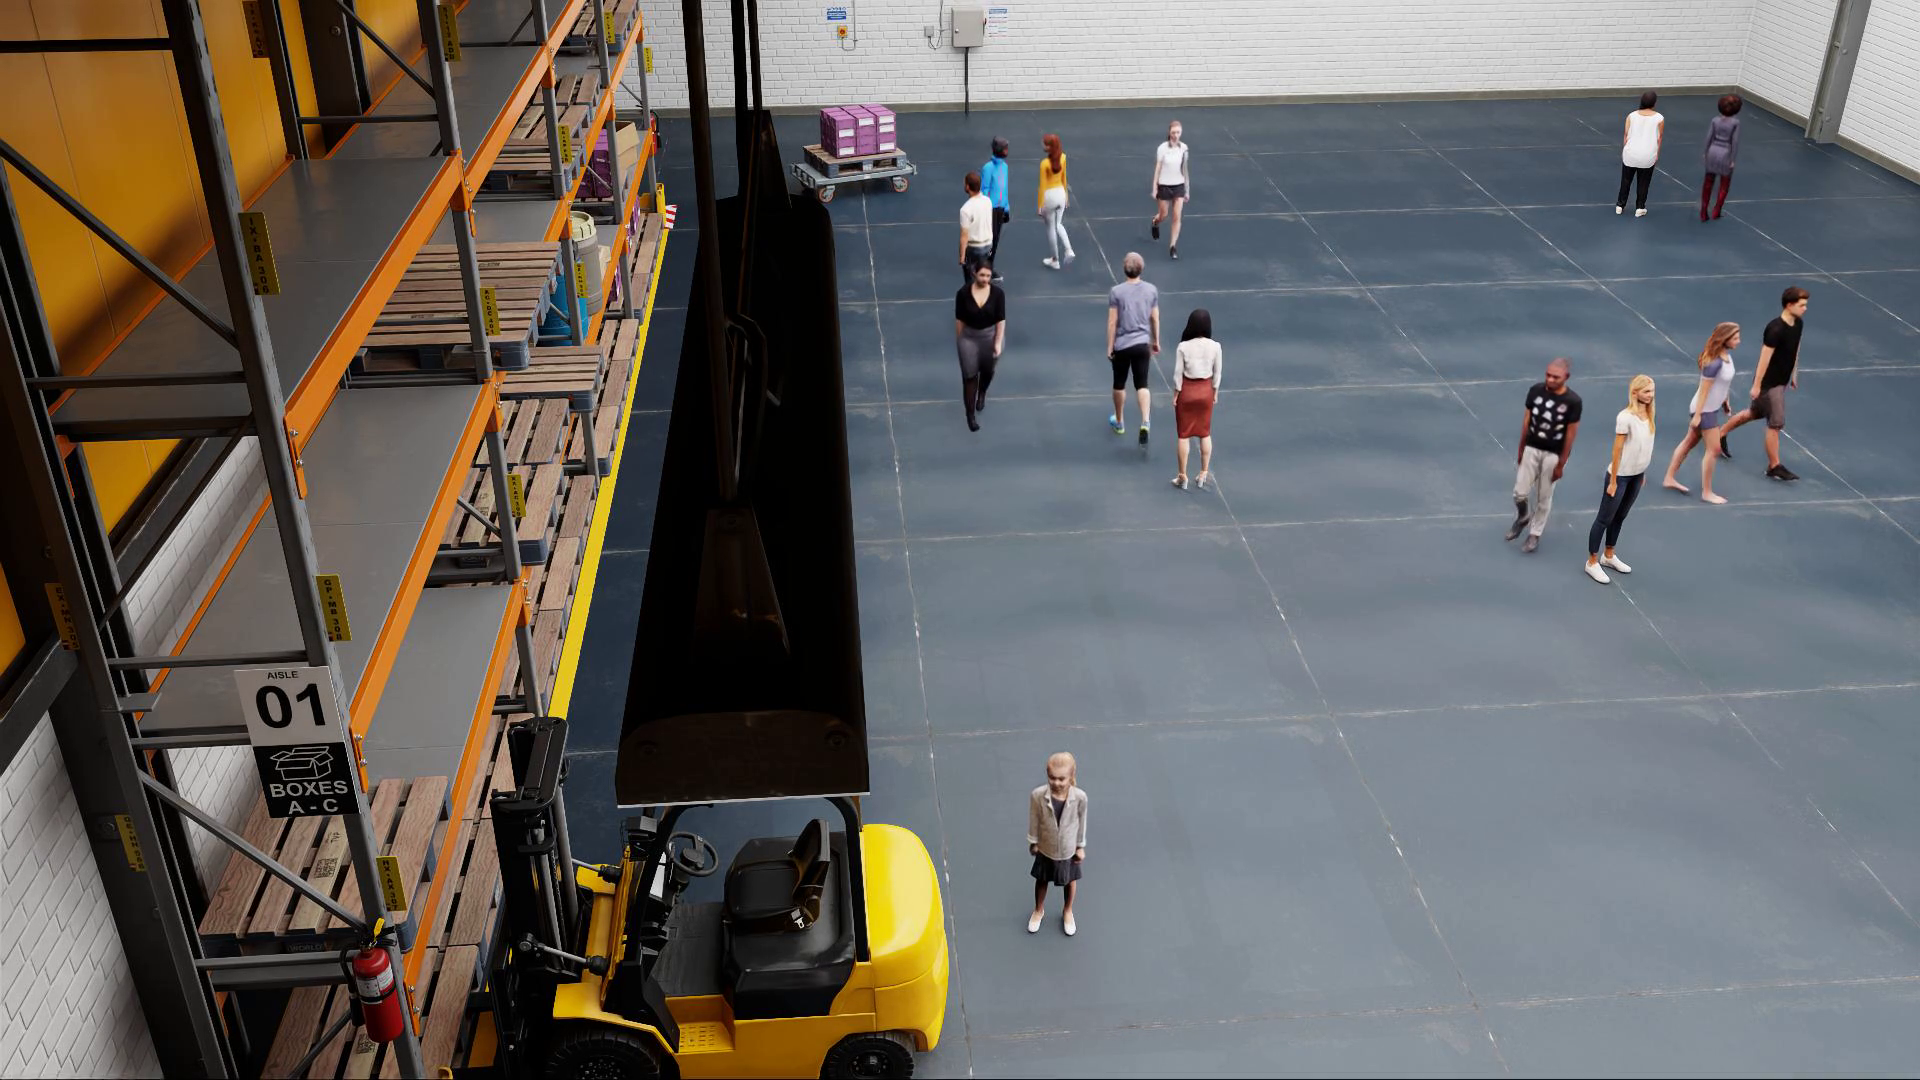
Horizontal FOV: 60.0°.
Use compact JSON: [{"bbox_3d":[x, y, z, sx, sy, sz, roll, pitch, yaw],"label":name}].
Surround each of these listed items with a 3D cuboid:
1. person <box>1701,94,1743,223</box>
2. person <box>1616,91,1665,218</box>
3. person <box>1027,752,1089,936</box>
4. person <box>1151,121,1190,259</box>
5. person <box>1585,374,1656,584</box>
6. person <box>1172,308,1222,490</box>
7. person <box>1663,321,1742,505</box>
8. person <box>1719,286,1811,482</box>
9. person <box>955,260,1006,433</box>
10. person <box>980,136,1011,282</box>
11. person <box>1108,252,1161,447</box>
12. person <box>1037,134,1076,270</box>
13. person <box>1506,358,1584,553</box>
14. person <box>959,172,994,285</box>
[{"bbox_3d":[10.179,-5.104,22.353,0.731,1.699,0.795,24,36,36],"label":"person"},{"bbox_3d":[9.284,-5.284,22.696,0.765,1.687,0.804,17,33,28],"label":"person"},{"bbox_3d":[0.594,1.831,10.084,0.550,1.275,0.567,3,29,6],"label":"person"},{"bbox_3d":[2.666,-4.496,21.205,0.634,1.732,0.878,-5,29,-10],"label":"person"},{"bbox_3d":[5.527,-0.533,13.860,0.663,1.809,0.665,-18,34,-30],"label":"person"},{"bbox_3d":[2.161,-1.294,15.316,0.597,1.750,0.513,-3,29,-6],"label":"person"},{"bbox_3d":[6.724,-1.204,15.197,0.942,1.707,0.901,17,33,29],"label":"person"},{"bbox_3d":[7.557,-1.525,15.647,1.139,1.838,1.291,-24,37,-36],"label":"person"},{"bbox_3d":[0.214,-1.984,16.637,0.669,1.696,1.116,0,29,0],"label":"person"},{"bbox_3d":[0.326,-4.053,20.345,0.883,1.779,0.822,23,36,36],"label":"person"},{"bbox_3d":[1.686,-1.818,16.168,0.673,1.854,1.041,-3,29,-5],"label":"person"},{"bbox_3d":[1.215,-4.153,20.580,0.842,1.728,0.932,-19,34,-31],"label":"person"},{"bbox_3d":[5.068,-0.756,14.288,0.778,1.790,0.834,21,35,34],"label":"person"},{"bbox_3d":[0.264,-3.231,18.769,1.000,1.844,0.936,23,36,36],"label":"person"}]
